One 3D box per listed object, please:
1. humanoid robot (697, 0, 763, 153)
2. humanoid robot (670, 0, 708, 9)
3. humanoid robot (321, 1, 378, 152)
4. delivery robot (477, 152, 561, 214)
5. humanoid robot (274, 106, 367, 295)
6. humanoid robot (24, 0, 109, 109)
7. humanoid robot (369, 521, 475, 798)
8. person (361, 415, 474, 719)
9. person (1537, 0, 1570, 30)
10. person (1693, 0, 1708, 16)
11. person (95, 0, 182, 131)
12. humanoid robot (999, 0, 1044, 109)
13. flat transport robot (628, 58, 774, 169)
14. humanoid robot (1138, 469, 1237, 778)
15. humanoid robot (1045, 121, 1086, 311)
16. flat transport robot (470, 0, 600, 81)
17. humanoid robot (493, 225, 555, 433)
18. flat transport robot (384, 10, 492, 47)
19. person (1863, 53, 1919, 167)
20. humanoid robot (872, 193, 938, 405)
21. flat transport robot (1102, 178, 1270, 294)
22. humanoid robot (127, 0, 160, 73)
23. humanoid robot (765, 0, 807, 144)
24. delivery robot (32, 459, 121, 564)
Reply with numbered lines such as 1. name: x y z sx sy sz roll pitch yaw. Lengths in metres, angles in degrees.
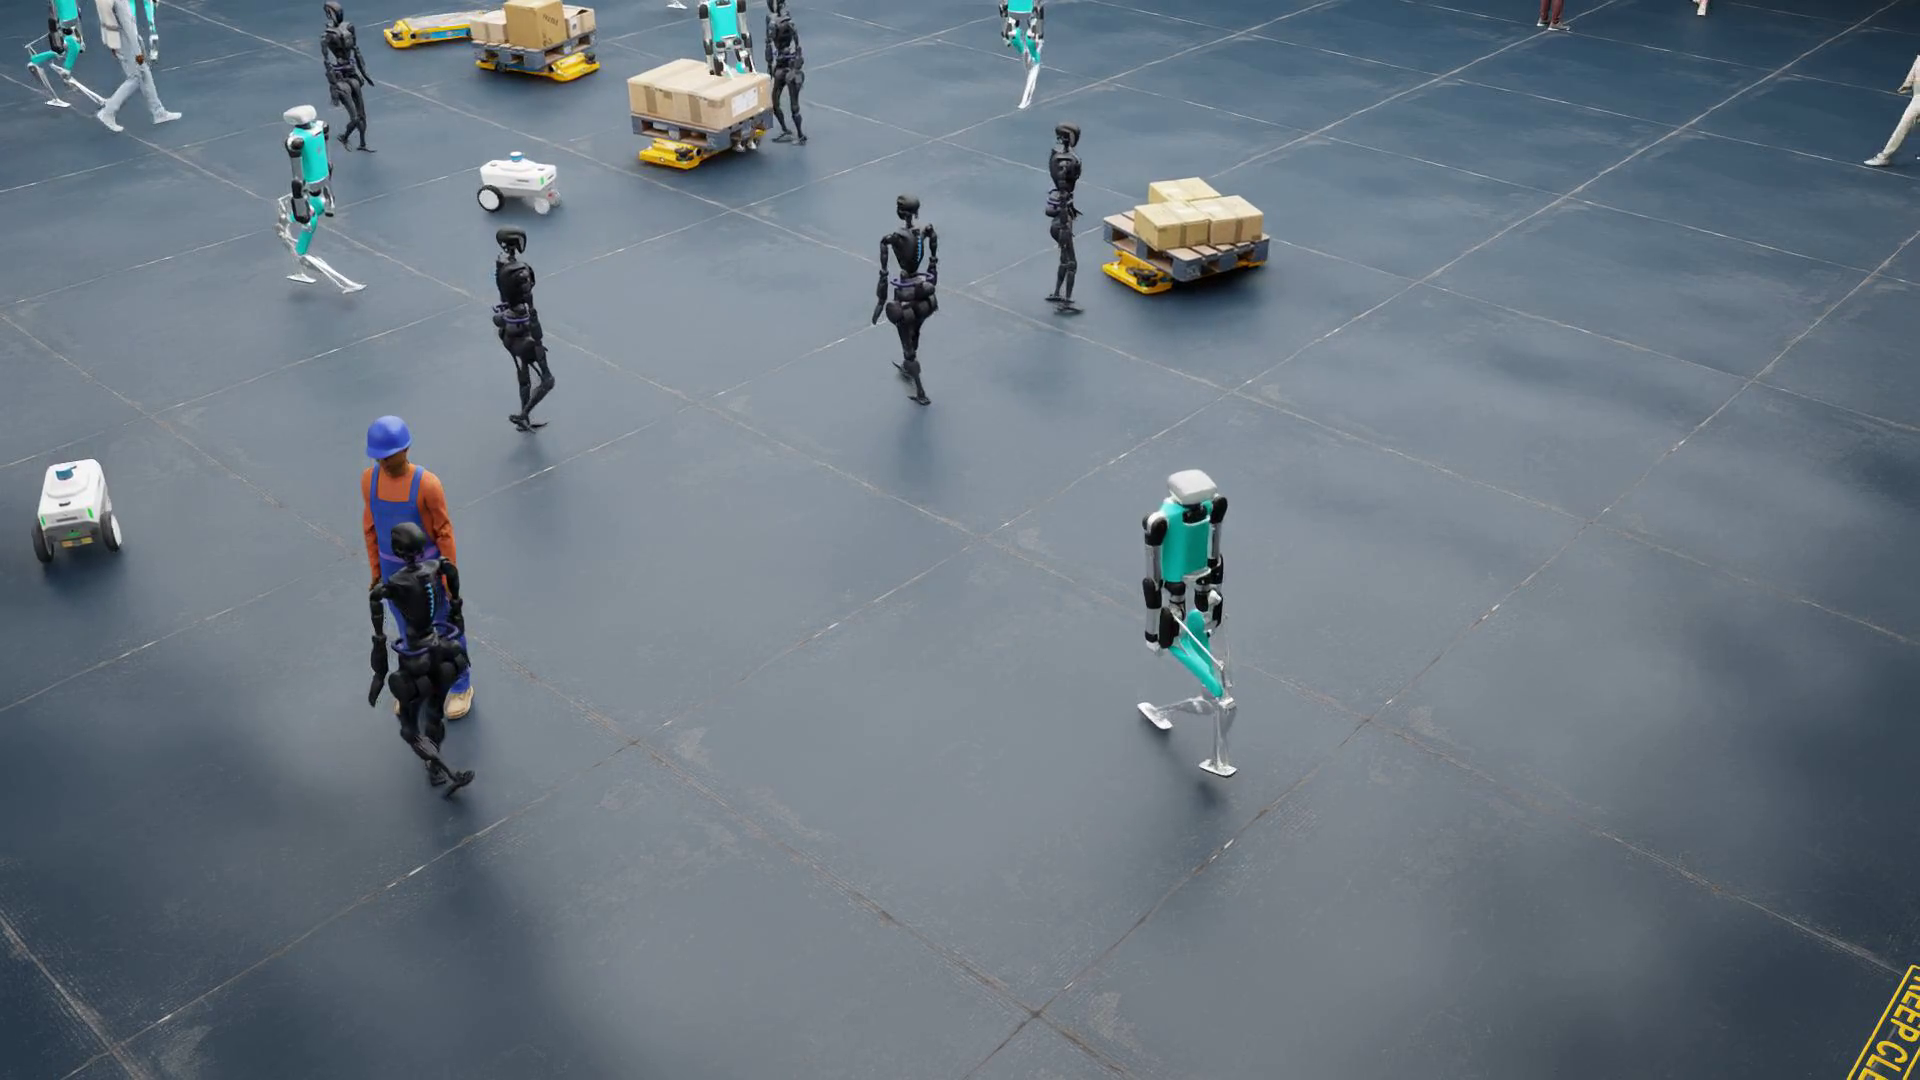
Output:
1. humanoid robot: -2.402 -5.029 17.844 0.562 1.737 0.853 -13 34 -20
2. humanoid robot: -3.805 -8.050 22.717 0.950 1.736 0.536 8 33 13
3. humanoid robot: -6.572 -4.948 17.795 0.369 1.640 0.614 11 34 17
4. delivery robot: -4.410 -3.587 16.646 0.766 0.580 0.499 7 33 11
5. humanoid robot: -5.772 -2.924 14.492 1.025 1.745 0.546 7 33 11
6. humanoid robot: -10.313 -5.700 18.952 1.035 1.727 0.537 4 32 6
7. humanoid robot: -2.825 0.646 8.794 0.478 1.633 0.597 22 38 31
8. person: -3.072 0.156 9.349 0.514 1.910 0.362 4 32 7
9. person: 8.034 -7.743 22.157 0.369 1.811 0.554 -10 33 -16
10. person: 10.427 -8.273 22.991 0.524 1.843 0.903 14 34 21
11. person: -9.332 -5.508 18.492 0.862 1.888 0.600 -26 40 -36
12. humanoid robot: 0.811 -5.982 19.437 0.560 1.812 0.898 12 34 18
13. flat transport robot: -2.820 -4.404 18.246 0.659 0.231 1.431 17 36 26
14. humanoid robot: 1.347 0.525 8.961 0.539 1.766 1.037 -20 37 -29
15. humanoid robot: 0.955 -2.807 14.337 0.418 1.655 0.608 5 32 7
16. flat transport robot: -5.269 -6.024 20.854 1.431 0.231 0.659 15 35 22
17. humanoid robot: -3.295 -1.549 12.320 0.386 1.646 0.608 -22 38 -31
18. flat transport robot: -6.866 -6.792 22.091 1.431 0.231 0.659 -15 35 -22
19. person: 10.185 -4.746 17.483 0.903 1.648 0.489 0 32 1
20. humanoid robot: -0.440 -1.909 12.915 0.586 1.636 0.696 -23 39 -32
21. flat transport robot: 2.076 -2.589 15.323 1.431 0.231 0.659 -19 36 -27
22. humanoid robot: -10.154 -6.655 20.502 0.549 1.774 0.938 -11 33 -17
23. humanoid robot: -1.890 -5.135 18.095 0.379 1.645 0.609 -28 41 -37
24. delivery robot: -5.985 -0.211 11.241 0.499 0.614 0.797 -11 33 -17
